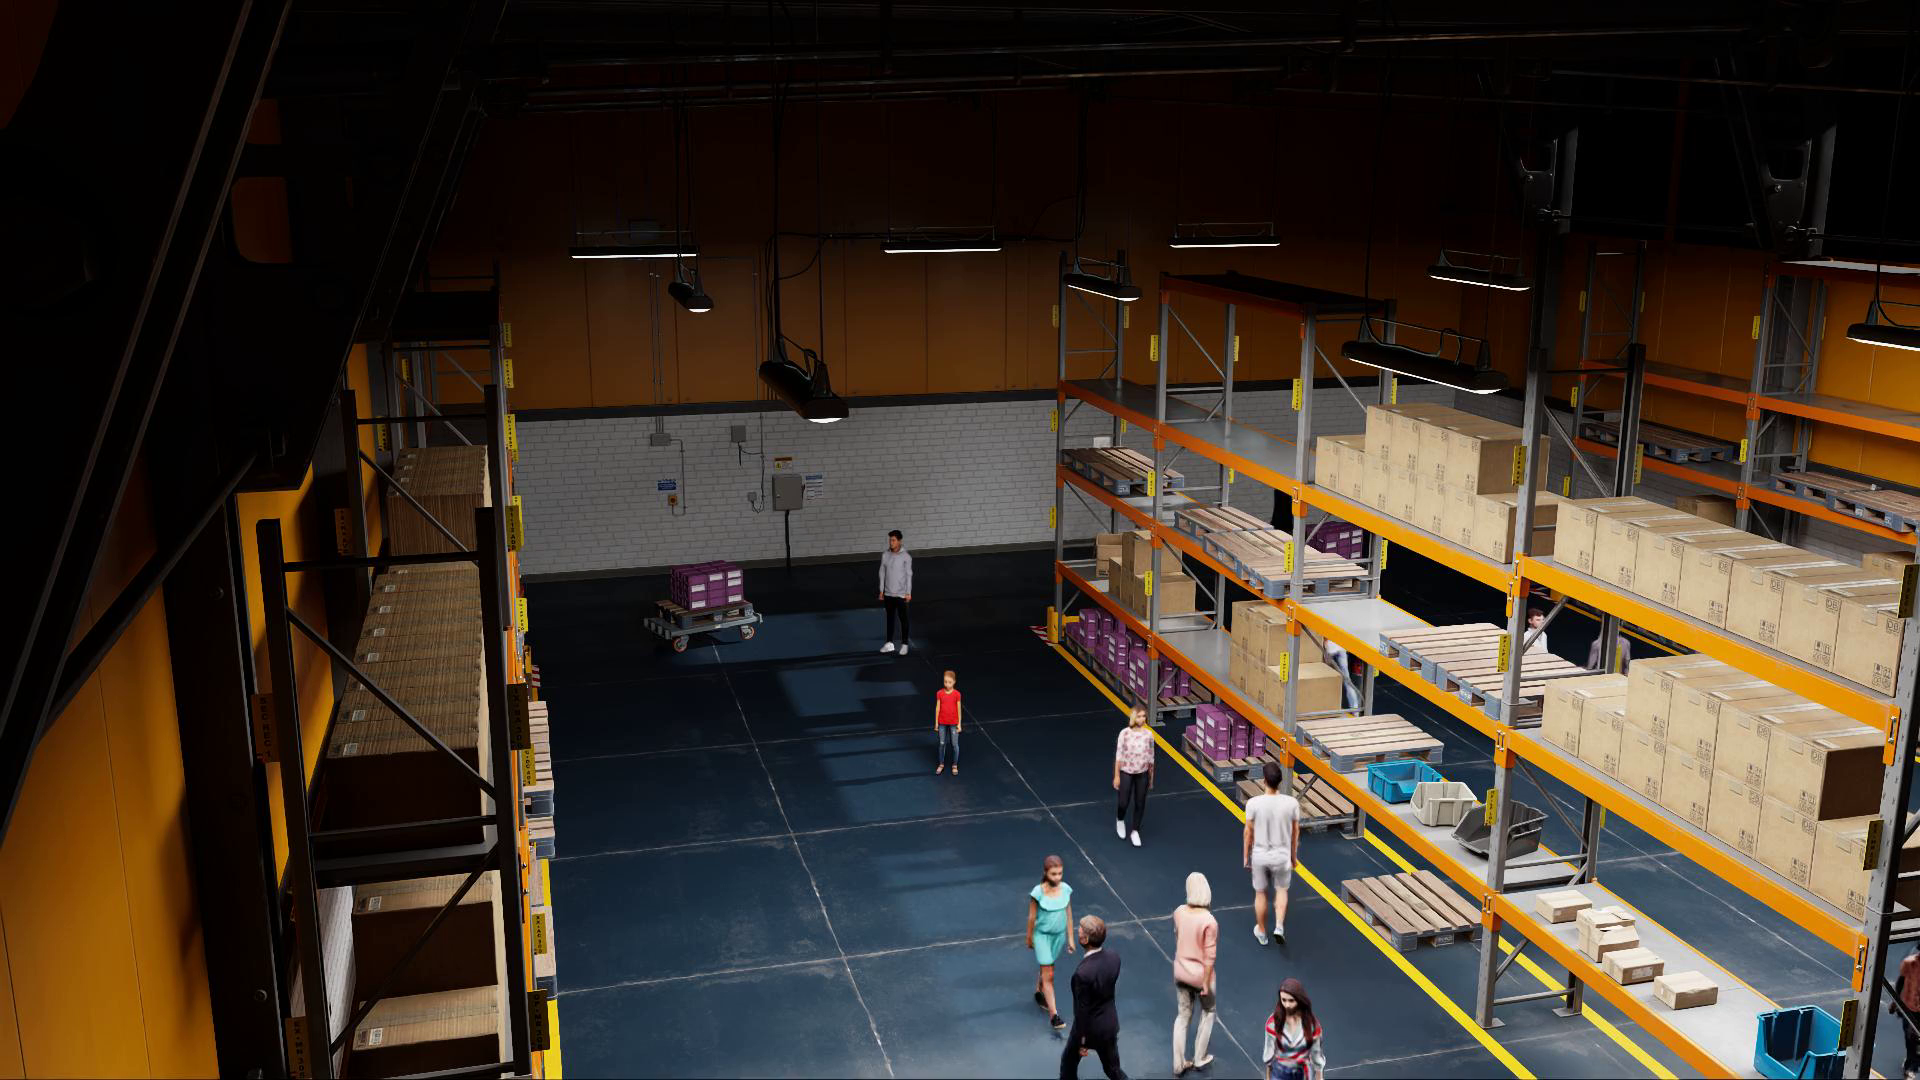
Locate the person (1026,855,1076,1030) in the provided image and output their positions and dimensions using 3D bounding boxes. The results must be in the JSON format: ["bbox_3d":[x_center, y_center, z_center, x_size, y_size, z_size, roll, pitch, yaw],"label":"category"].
[{"bbox_3d":[0.766,3.492,14.765,0.598,1.520,1.003,-4,14,-17],"label":"person"}]

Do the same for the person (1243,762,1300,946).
[{"bbox_3d":[2.990,3.050,15.899,0.823,1.847,0.925,0,14,2],"label":"person"}]

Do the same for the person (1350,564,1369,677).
[{"bbox_3d":[5.745,1.144,24.151,0.708,1.668,0.721,-11,18,-39],"label":"person"}]

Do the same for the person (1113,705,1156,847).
[{"bbox_3d":[1.893,2.564,18.384,0.623,1.622,0.651,-3,14,-13],"label":"person"}]

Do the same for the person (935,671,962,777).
[{"bbox_3d":[-0.140,2.231,20.417,0.553,1.311,0.594,2,14,9],"label":"person"}]

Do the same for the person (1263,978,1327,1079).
[{"bbox_3d":[2.494,4.016,12.499,0.864,1.568,1.191,1,14,4],"label":"person"}]

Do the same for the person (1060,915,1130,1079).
[{"bbox_3d":[1.115,3.794,12.938,1.009,1.793,1.244,-12,18,-40],"label":"person"}]

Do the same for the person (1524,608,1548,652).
[{"bbox_3d":[7.269,1.762,21.215,0.709,1.848,0.667,-9,16,-32],"label":"person"}]

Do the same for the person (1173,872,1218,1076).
[{"bbox_3d":[1.915,3.641,13.807,0.840,1.682,0.784,-12,18,-40],"label":"person"}]

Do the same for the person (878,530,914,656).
[{"bbox_3d":[-0.952,0.773,25.130,0.763,1.929,0.785,5,15,21],"label":"person"}]

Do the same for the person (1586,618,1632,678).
[{"bbox_3d":[8.146,1.827,21.061,0.720,1.794,1.165,-2,14,-10],"label":"person"}]

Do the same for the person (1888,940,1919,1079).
[{"bbox_3d":[8.000,3.838,13.846,0.831,1.281,0.857,11,17,38],"label":"person"}]
